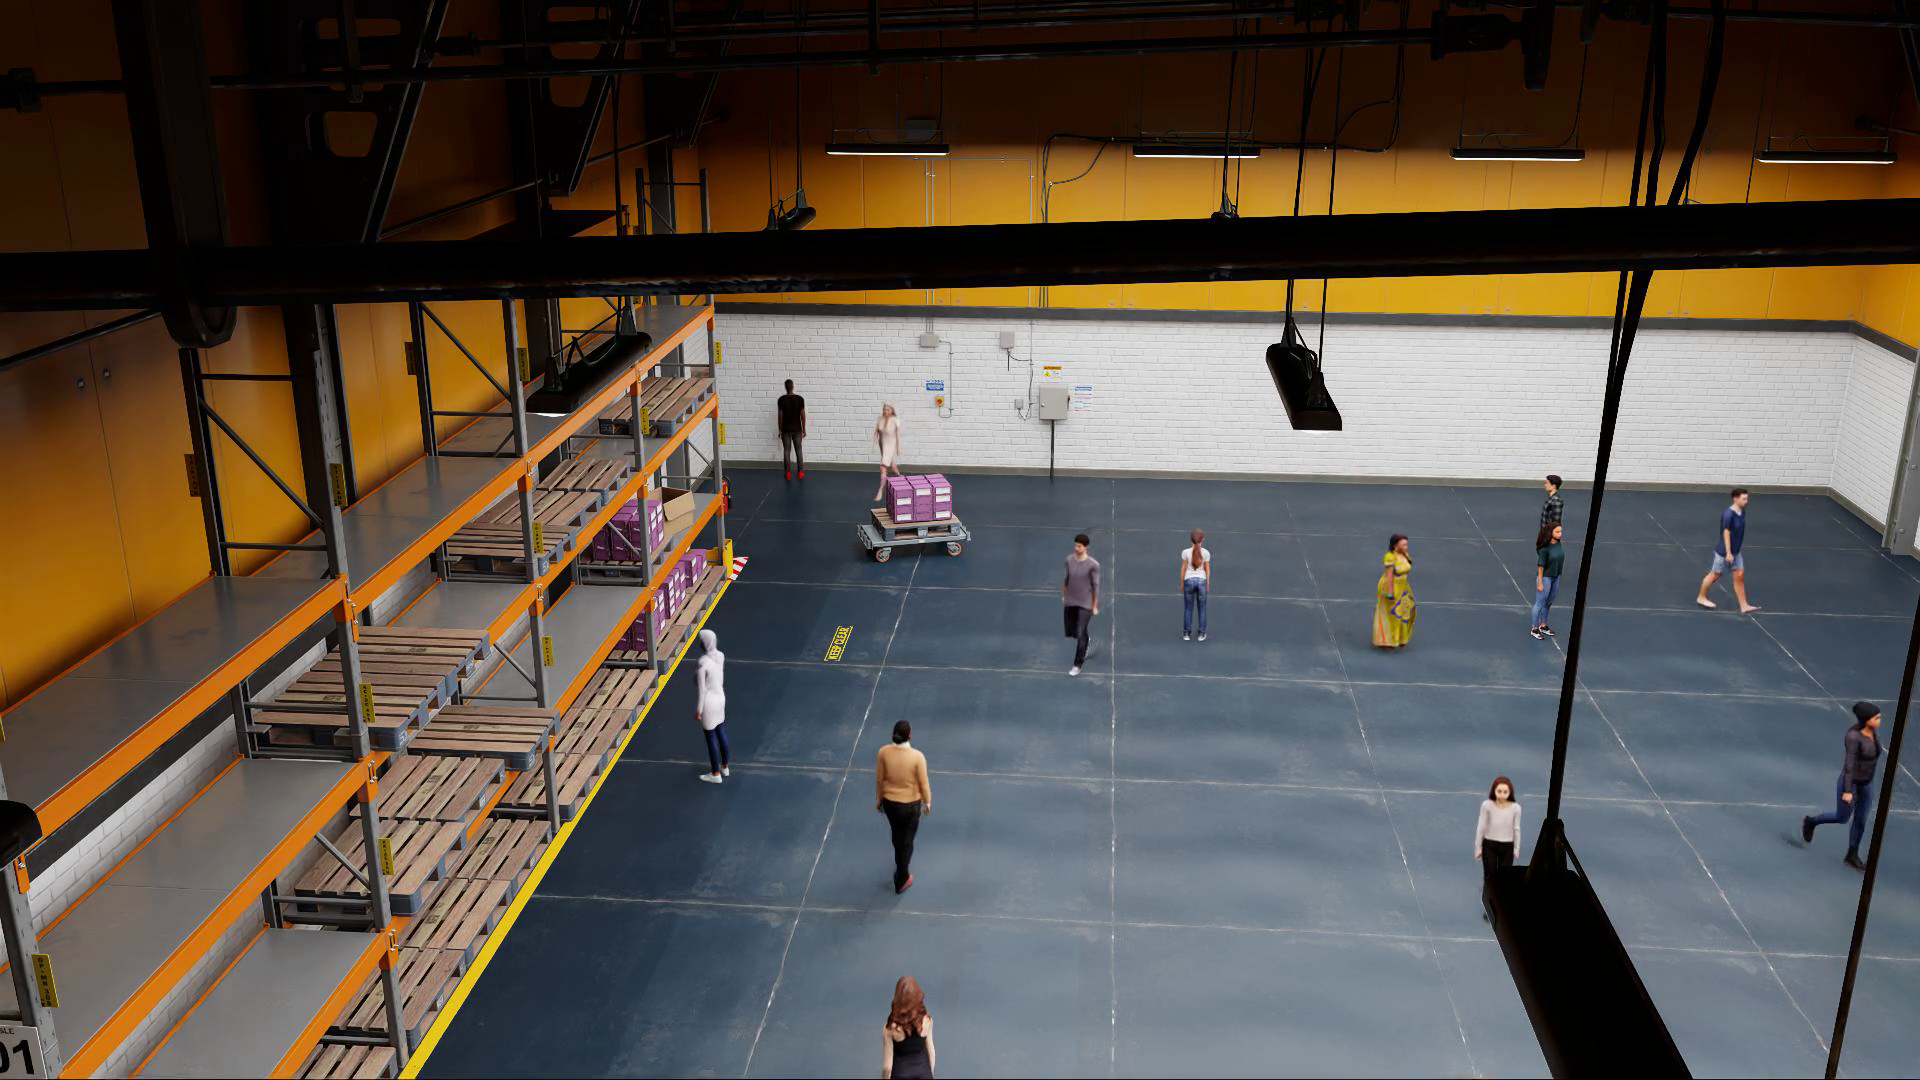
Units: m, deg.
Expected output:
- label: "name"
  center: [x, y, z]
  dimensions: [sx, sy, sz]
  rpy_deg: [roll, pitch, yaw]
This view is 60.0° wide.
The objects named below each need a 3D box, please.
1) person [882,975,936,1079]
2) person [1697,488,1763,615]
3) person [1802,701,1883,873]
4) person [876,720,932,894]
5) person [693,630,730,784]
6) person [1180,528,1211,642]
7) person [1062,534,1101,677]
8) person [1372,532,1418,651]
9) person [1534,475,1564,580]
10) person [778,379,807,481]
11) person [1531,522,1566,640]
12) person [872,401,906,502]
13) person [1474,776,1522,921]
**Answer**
- label: "person"
  center: [-0.366, 3.959, 12.111]
  dimensions: [0.655, 1.746, 0.660]
  rpy_deg: [-8, 20, -24]
- label: "person"
  center: [10.717, 0.139, 23.372]
  dimensions: [1.085, 1.797, 1.201]
  rpy_deg: [-13, 22, -33]
- label: "person"
  center: [8.890, 2.435, 16.660]
  dimensions: [0.923, 1.731, 1.092]
  rpy_deg: [-9, 21, -25]
- label: "person"
  center: [-0.596, 2.606, 16.148]
  dimensions: [0.831, 1.733, 1.013]
  rpy_deg: [7, 20, 19]
- label: "person"
  center: [-2.741, 1.827, 18.393]
  dimensions: [0.749, 1.775, 0.606]
  rpy_deg: [9, 21, 26]
- label: "person"
  center: [3.171, 0.586, 22.414]
  dimensions: [0.533, 1.562, 0.506]
  rpy_deg: [2, 19, 7]
- label: "person"
  center: [1.577, 0.796, 21.366]
  dimensions: [0.946, 1.832, 1.075]
  rpy_deg: [12, 22, 31]
- label: "person"
  center: [5.671, 0.668, 22.043]
  dimensions: [0.994, 1.644, 0.917]
  rpy_deg: [17, 25, 41]
- label: "person"
  center: [8.701, -0.141, 24.488]
  dimensions: [0.716, 1.711, 0.475]
  rpy_deg: [2, 19, 6]
- label: "person"
  center: [-3.003, -1.976, 29.644]
  dimensions: [0.695, 1.804, 0.603]
  rpy_deg: [-3, 19, -8]
- label: "person"
  center: [7.956, 0.523, 22.515]
  dimensions: [0.716, 1.617, 0.766]
  rpy_deg: [-12, 22, -32]
- label: "person"
  center: [-1.197, -1.546, 28.546]
  dimensions: [0.973, 1.689, 1.266]
  rpy_deg: [12, 22, 31]
- label: "person"
  center: [5.080, 2.881, 15.736]
  dimensions: [0.586, 1.475, 0.543]
  rpy_deg: [4, 19, 11]
